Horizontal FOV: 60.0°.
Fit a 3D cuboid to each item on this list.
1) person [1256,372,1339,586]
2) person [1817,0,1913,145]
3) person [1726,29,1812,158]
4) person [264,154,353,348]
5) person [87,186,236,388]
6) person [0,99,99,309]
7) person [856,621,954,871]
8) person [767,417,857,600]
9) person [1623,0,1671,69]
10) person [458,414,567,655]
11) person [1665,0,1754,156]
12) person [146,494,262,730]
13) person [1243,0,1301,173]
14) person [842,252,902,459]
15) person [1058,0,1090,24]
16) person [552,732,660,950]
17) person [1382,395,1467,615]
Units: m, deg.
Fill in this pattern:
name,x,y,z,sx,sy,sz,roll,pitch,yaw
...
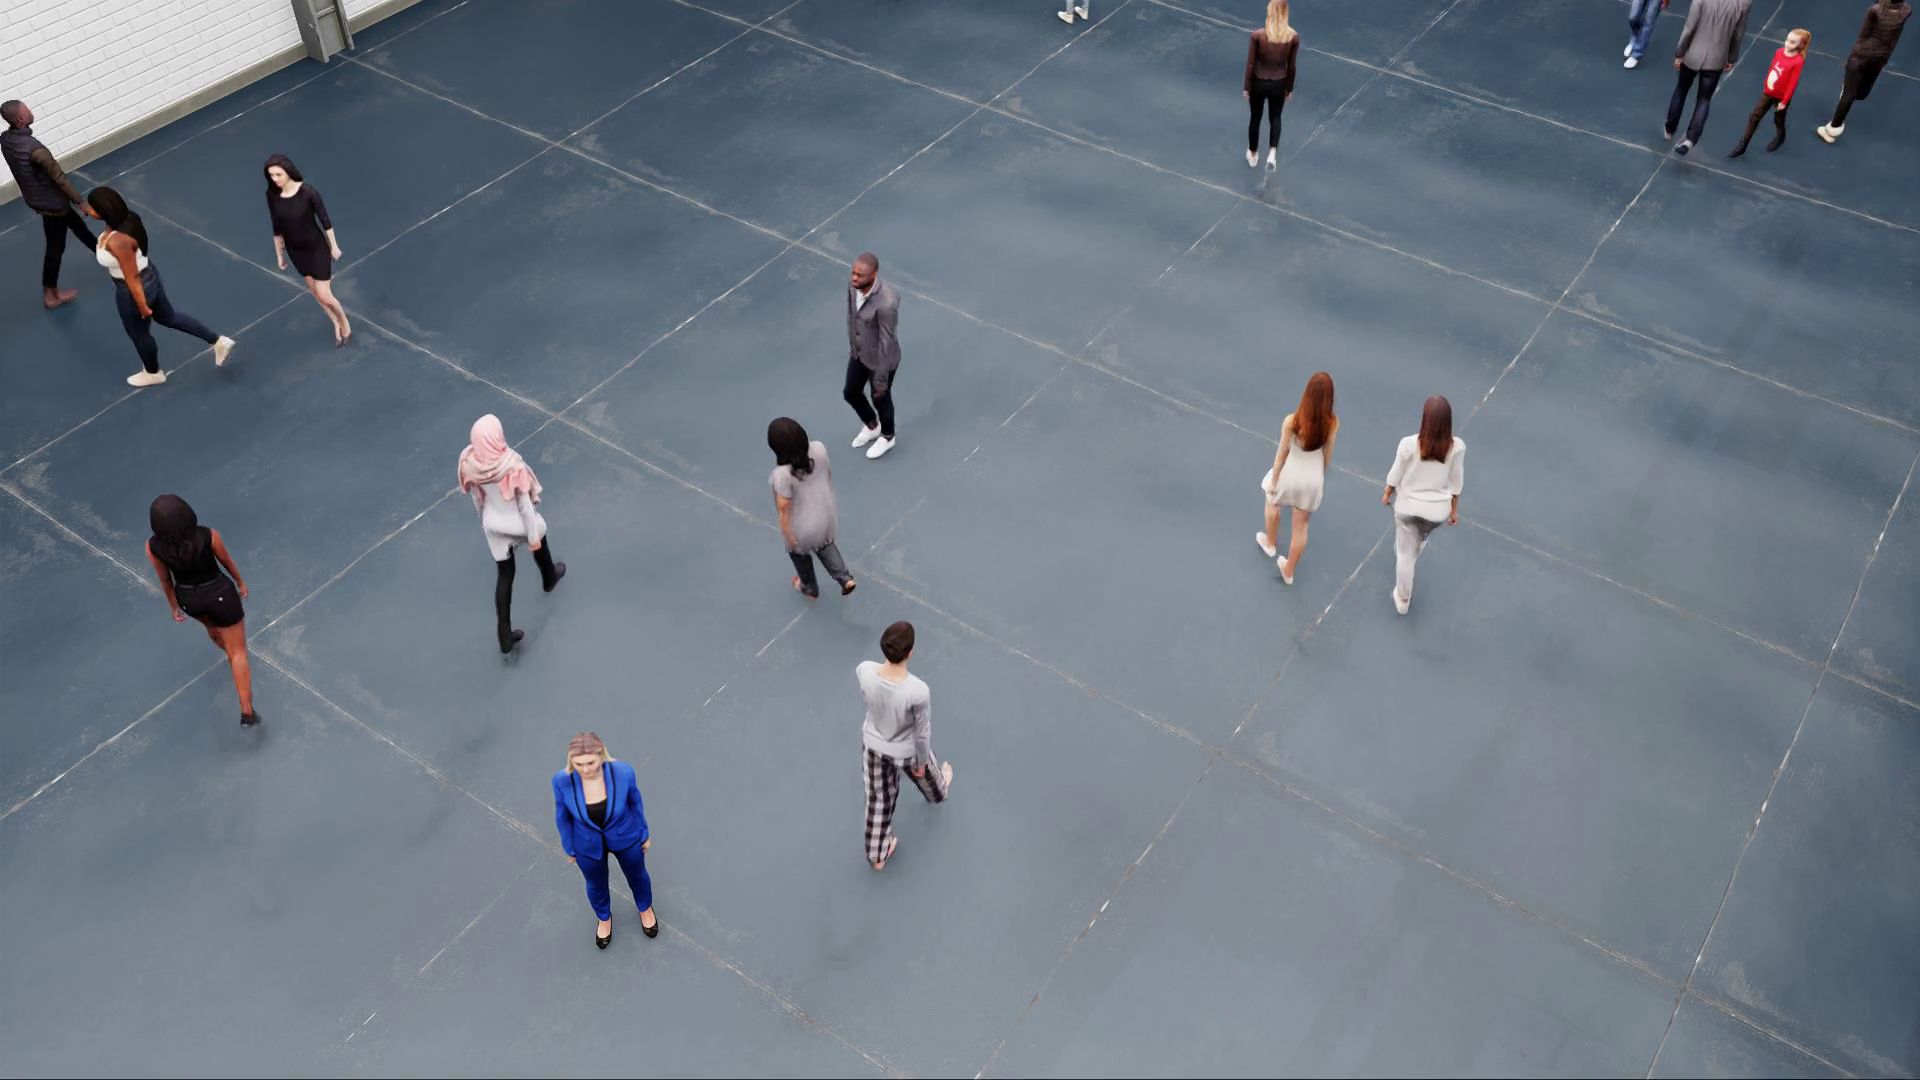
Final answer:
name,x,y,z,sx,sy,sz,roll,pitch,yaw
person,2.330,-0.360,11.311,0.785,1.692,0.859,-2,44,-3
person,8.574,-4.645,15.833,0.963,1.659,0.835,21,48,21
person,7.744,-4.204,15.657,0.964,1.262,0.743,-22,48,-21
person,-5.158,-2.329,13.309,0.710,1.786,0.740,7,44,7
person,-6.273,-1.969,12.932,1.145,1.785,1.113,-6,44,-6
person,-7.584,-2.736,13.737,0.763,1.784,1.172,29,51,27
person,-0.417,1.234,9.547,0.793,1.817,1.131,15,46,15
person,-0.981,-0.145,11.160,0.785,1.587,0.780,-32,52,-29
person,7.079,-5.658,16.842,0.618,1.734,0.680,28,50,26
person,-2.990,-0.033,10.918,0.950,1.759,1.256,9,44,9
person,6.931,-4.444,15.490,0.839,1.840,1.113,14,45,14
person,-4.707,0.461,10.441,1.159,1.703,1.164,-10,44,-10
person,2.834,-4.123,15.262,0.868,1.691,0.975,0,44,0
person,-0.567,-1.392,12.313,0.720,1.804,0.812,-32,52,-29
person,1.243,-6.164,17.684,0.558,1.304,0.657,-20,47,-20
person,-1.950,1.643,9.202,0.690,1.700,0.763,-10,44,-10
person,3.118,-0.179,11.144,0.912,1.659,1.018,3,44,3
